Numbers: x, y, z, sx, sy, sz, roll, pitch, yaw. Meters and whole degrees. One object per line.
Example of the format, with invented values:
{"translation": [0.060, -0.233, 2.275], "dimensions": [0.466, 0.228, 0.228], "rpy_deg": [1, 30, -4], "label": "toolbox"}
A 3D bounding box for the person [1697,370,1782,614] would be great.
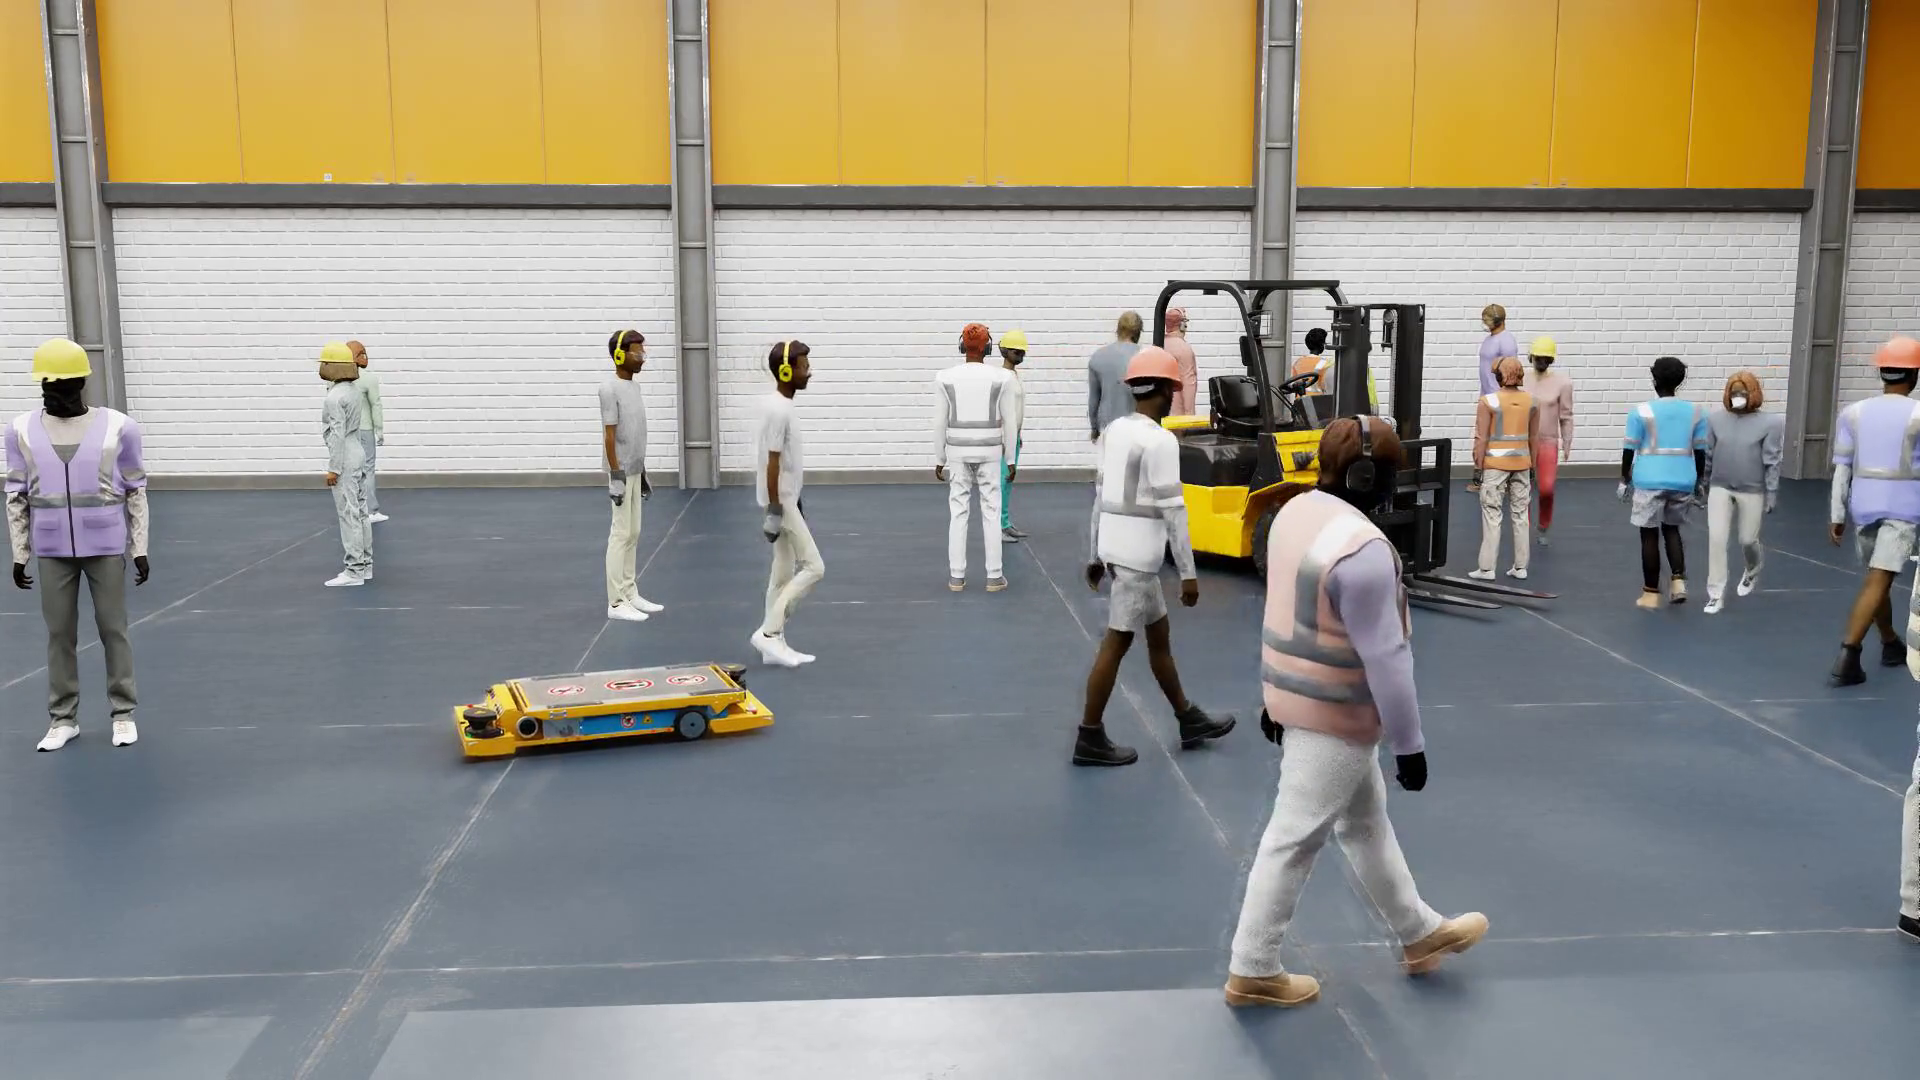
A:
{"translation": [5.185, -0.334, 11.059], "dimensions": [0.503, 1.600, 0.745], "rpy_deg": [6, 11, 35], "label": "person"}

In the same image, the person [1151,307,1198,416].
{"translation": [2.061, -1.252, 15.841], "dimensions": [0.409, 1.906, 0.651], "rpy_deg": [-4, 10, -26], "label": "person"}

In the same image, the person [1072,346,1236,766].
{"translation": [0.912, 0.076, 7.569], "dimensions": [0.955, 1.877, 0.602], "rpy_deg": [-3, 9, -17], "label": "person"}

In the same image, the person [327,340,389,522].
{"translation": [-5.406, -0.968, 14.908], "dimensions": [0.503, 1.631, 0.282], "rpy_deg": [1, 9, 9], "label": "person"}

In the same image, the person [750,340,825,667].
{"translation": [-0.965, -0.195, 9.385], "dimensions": [0.408, 1.856, 0.511], "rpy_deg": [-2, 9, -10], "label": "person"}

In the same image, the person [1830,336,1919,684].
{"translation": [5.087, -0.167, 9.131], "dimensions": [1.022, 1.896, 0.553], "rpy_deg": [-6, 11, -33], "label": "person"}

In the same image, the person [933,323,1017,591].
{"translation": [0.109, -0.573, 11.649], "dimensions": [0.584, 1.882, 0.345], "rpy_deg": [1, 9, 6], "label": "person"}

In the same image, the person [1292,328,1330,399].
{"translation": [3.559, -1.294, 16.791], "dimensions": [0.321, 1.690, 0.529], "rpy_deg": [-5, 10, -29], "label": "person"}

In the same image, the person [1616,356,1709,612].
{"translation": [4.623, -0.363, 10.954], "dimensions": [0.548, 1.681, 0.368], "rpy_deg": [-1, 9, -4], "label": "person"}

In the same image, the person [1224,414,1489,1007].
{"translation": [1.236, 0.526, 5.006], "dimensions": [0.939, 1.794, 0.660], "rpy_deg": [-1, 9, -6], "label": "person"}

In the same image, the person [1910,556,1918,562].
{"translation": [7.784, -0.702, 12.499], "dimensions": [0.861, 1.885, 0.597], "rpy_deg": [3, 10, 20], "label": "person"}

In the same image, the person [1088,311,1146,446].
{"translation": [1.341, -0.929, 13.759], "dimensions": [0.651, 1.922, 0.465], "rpy_deg": [5, 10, 27], "label": "person"}

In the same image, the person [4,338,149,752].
{"translation": [-4.107, 0.026, 7.757], "dimensions": [0.594, 1.923, 0.371], "rpy_deg": [-2, 9, -15], "label": "person"}

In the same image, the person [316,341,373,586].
{"translation": [-4.418, -0.543, 11.903], "dimensions": [0.294, 1.744, 0.487], "rpy_deg": [0, 9, -3], "label": "person"}

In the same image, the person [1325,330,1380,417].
{"translation": [3.200, -0.820, 13.425], "dimensions": [0.514, 1.843, 0.638], "rpy_deg": [6, 11, 32], "label": "person"}

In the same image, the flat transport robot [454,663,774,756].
{"translation": [-1.682, 0.802, 8.061], "dimensions": [1.431, 0.197, 0.652], "rpy_deg": [-3, 10, -21], "label": "flat transport robot"}

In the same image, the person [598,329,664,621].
{"translation": [-2.135, -0.420, 10.740], "dimensions": [0.328, 1.870, 0.510], "rpy_deg": [1, 9, 9], "label": "person"}

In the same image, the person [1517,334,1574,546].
{"translation": [4.608, -0.771, 13.302], "dimensions": [0.538, 1.748, 0.387], "rpy_deg": [3, 10, 20], "label": "person"}

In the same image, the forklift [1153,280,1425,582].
{"translation": [2.301, -0.860, 12.475], "dimensions": [1.214, 2.155, 2.313], "rpy_deg": [-6, 11, -35], "label": "forklift"}

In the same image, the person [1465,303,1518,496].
{"translation": [5.371, -1.403, 16.713], "dimensions": [0.374, 1.933, 0.627], "rpy_deg": [0, 9, -2], "label": "person"}

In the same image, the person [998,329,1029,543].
{"translation": [0.422, -0.867, 13.868], "dimensions": [0.327, 1.765, 0.528], "rpy_deg": [3, 10, 18], "label": "person"}

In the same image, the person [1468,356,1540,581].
{"translation": [3.954, -0.511, 12.053], "dimensions": [0.518, 1.633, 0.310], "rpy_deg": [-2, 9, -14], "label": "person"}

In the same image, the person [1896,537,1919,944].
{"translation": [3.348, 0.439, 5.475], "dimensions": [0.591, 1.825, 0.404], "rpy_deg": [-9, 13, -44], "label": "person"}
